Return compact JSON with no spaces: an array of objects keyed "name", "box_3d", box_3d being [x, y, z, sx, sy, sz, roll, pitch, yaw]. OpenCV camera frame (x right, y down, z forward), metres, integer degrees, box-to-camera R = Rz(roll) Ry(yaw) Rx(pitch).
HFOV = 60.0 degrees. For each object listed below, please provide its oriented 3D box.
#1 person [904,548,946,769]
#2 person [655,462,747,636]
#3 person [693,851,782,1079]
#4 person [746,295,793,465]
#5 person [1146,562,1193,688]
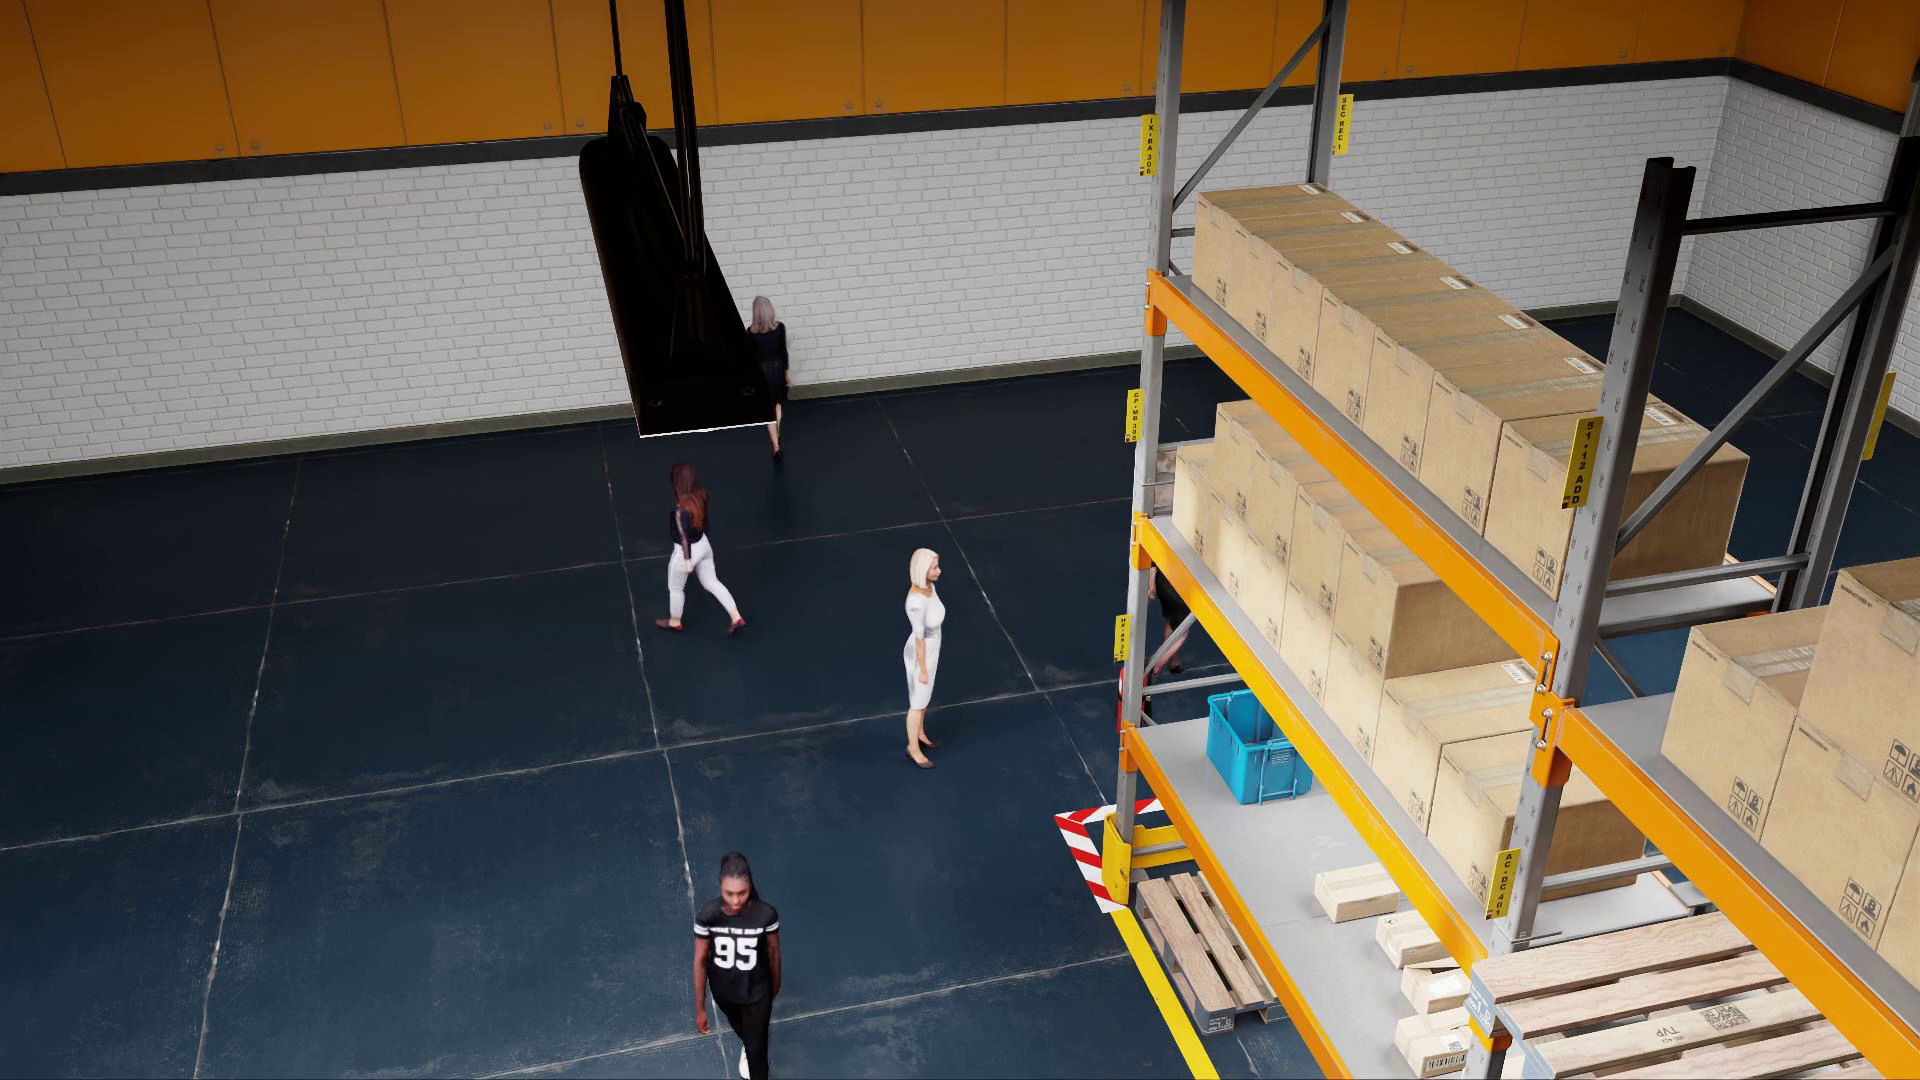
[{"name":"person","box_3d":[-0.275,0.836,12.058,0.697,1.749,0.570,4,29,7]},{"name":"person","box_3d":[-2.125,0.118,13.552,1.071,1.579,1.080,12,31,20]},{"name":"person","box_3d":[-1.217,2.434,9.201,0.833,1.680,1.234,0,29,0]},{"name":"person","box_3d":[-1.875,-1.561,16.466,0.646,1.737,0.823,-9,30,-17]},{"name":"person","box_3d":[1.627,0.448,12.835,1.004,1.687,1.002,20,34,32]}]
